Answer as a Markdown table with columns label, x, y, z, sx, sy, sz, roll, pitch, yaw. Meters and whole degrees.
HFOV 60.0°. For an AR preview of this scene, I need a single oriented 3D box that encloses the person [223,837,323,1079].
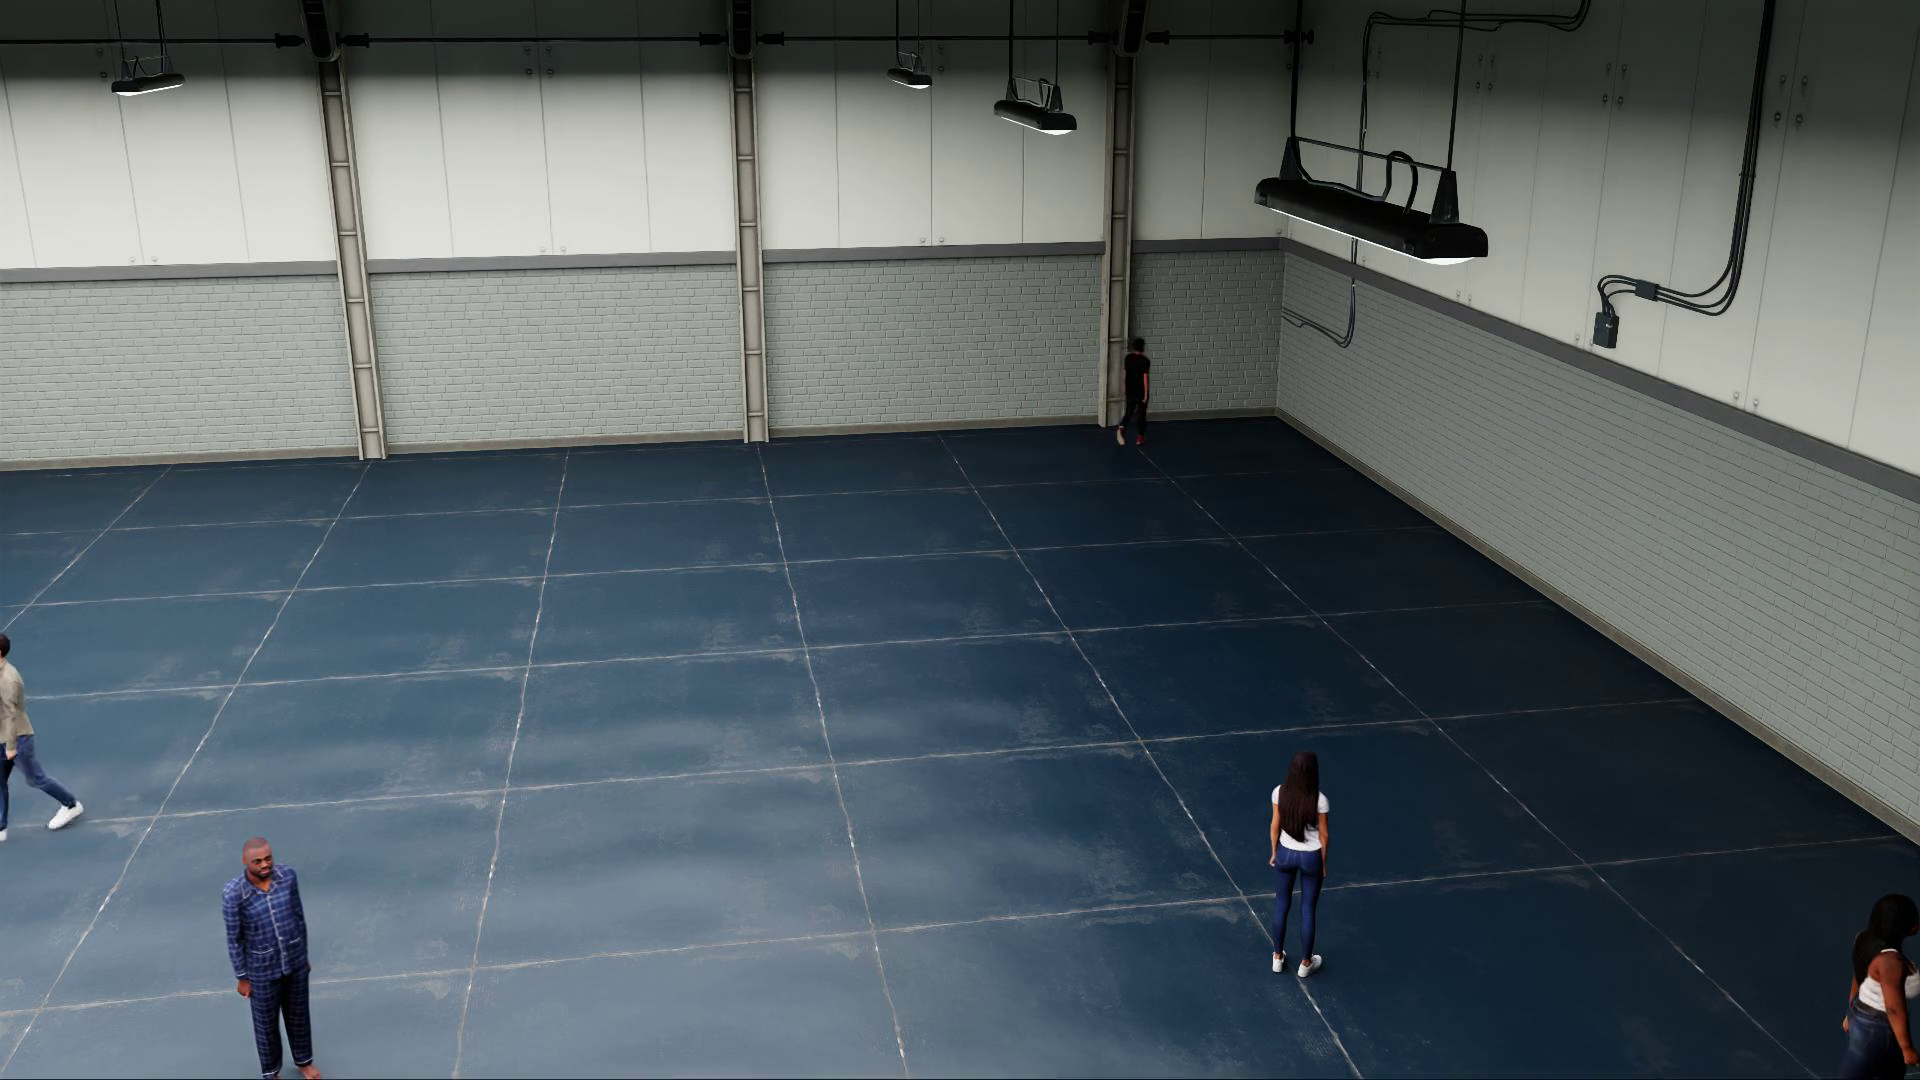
| label | x | y | z | sx | sy | sz | roll | pitch | yaw |
| --- | --- | --- | --- | --- | --- | --- | --- | --- | --- |
| person | -4.465 | 2.743 | 10.835 | 0.818 | 1.819 | 0.726 | 17 | 25 | 42 |

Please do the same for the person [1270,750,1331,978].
| label | x | y | z | sx | sy | sz | roll | pitch | yaw |
| --- | --- | --- | --- | --- | --- | --- | --- | --- | --- |
| person | 2.469 | 2.348 | 12.120 | 0.642 | 1.775 | 0.726 | 9 | 20 | 27 |

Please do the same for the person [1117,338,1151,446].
| label | x | y | z | sx | sy | sz | roll | pitch | yaw |
| --- | --- | --- | --- | --- | --- | --- | --- | --- | --- |
| person | 2.770 | -2.348 | 26.601 | 1.003 | 1.739 | 1.060 | 12 | 22 | 34 |

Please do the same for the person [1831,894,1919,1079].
| label | x | y | z | sx | sy | sz | roll | pitch | yaw |
| --- | --- | --- | --- | --- | --- | --- | --- | --- | --- |
| person | 5.473 | 3.000 | 10.131 | 1.239 | 1.767 | 1.025 | 6 | 19 | 18 |

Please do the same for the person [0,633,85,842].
| label | x | y | z | sx | sy | sz | roll | pitch | yaw |
| --- | --- | --- | --- | --- | --- | --- | --- | --- | --- |
| person | -7.939 | 1.667 | 14.123 | 1.261 | 1.831 | 1.113 | -17 | 25 | -42 |
